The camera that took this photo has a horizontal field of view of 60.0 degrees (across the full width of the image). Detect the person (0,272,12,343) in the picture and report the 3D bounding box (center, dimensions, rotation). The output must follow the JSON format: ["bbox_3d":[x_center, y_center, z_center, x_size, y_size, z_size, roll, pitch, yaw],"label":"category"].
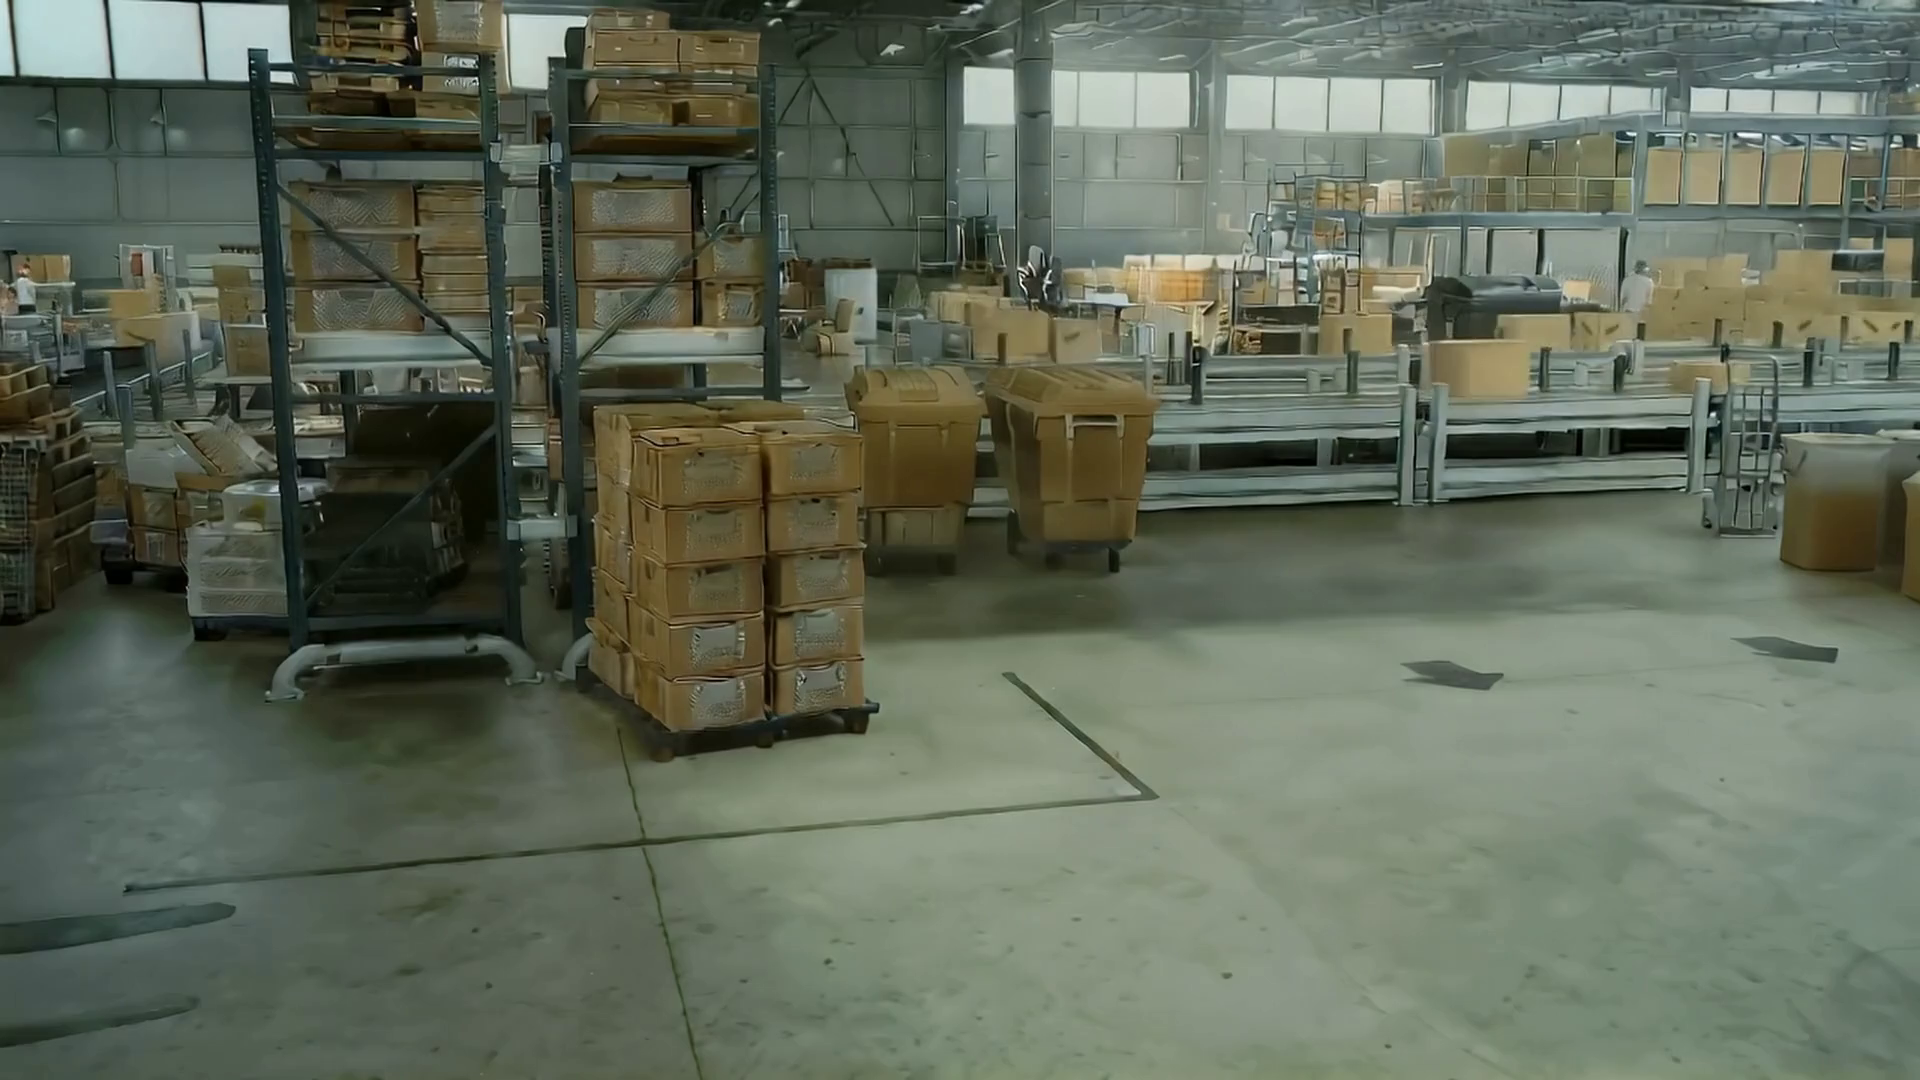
[{"bbox_3d":[-21.238,-5.253,36.637,0.570,1.840,0.373,-7,12,-34],"label":"person"}]

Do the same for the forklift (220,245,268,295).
[{"bbox_3d":[-17.749,-6.334,41.440,1.157,1.987,2.680,-3,10,-17],"label":"forklift"}]

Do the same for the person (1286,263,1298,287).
[{"bbox_3d":[9.746,-7.315,48.644,0.470,1.725,0.508,-2,10,-13],"label":"person"}]

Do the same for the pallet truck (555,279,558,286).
[{"bbox_3d":[-10.604,-6.375,44.520,0.653,1.274,1.630,-3,10,-15],"label":"pallet truck"}]

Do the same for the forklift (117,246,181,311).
[{"bbox_3d":[-19.966,-6.232,40.894,1.157,1.987,2.680,-3,10,-15],"label":"forklift"}]

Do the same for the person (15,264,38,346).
[{"bbox_3d":[-19.895,-5.001,35.496,0.533,1.746,0.381,3,11,19],"label":"person"}]

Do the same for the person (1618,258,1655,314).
[{"bbox_3d":[12.374,-4.192,30.452,0.624,1.904,0.685,5,11,26],"label":"person"}]
